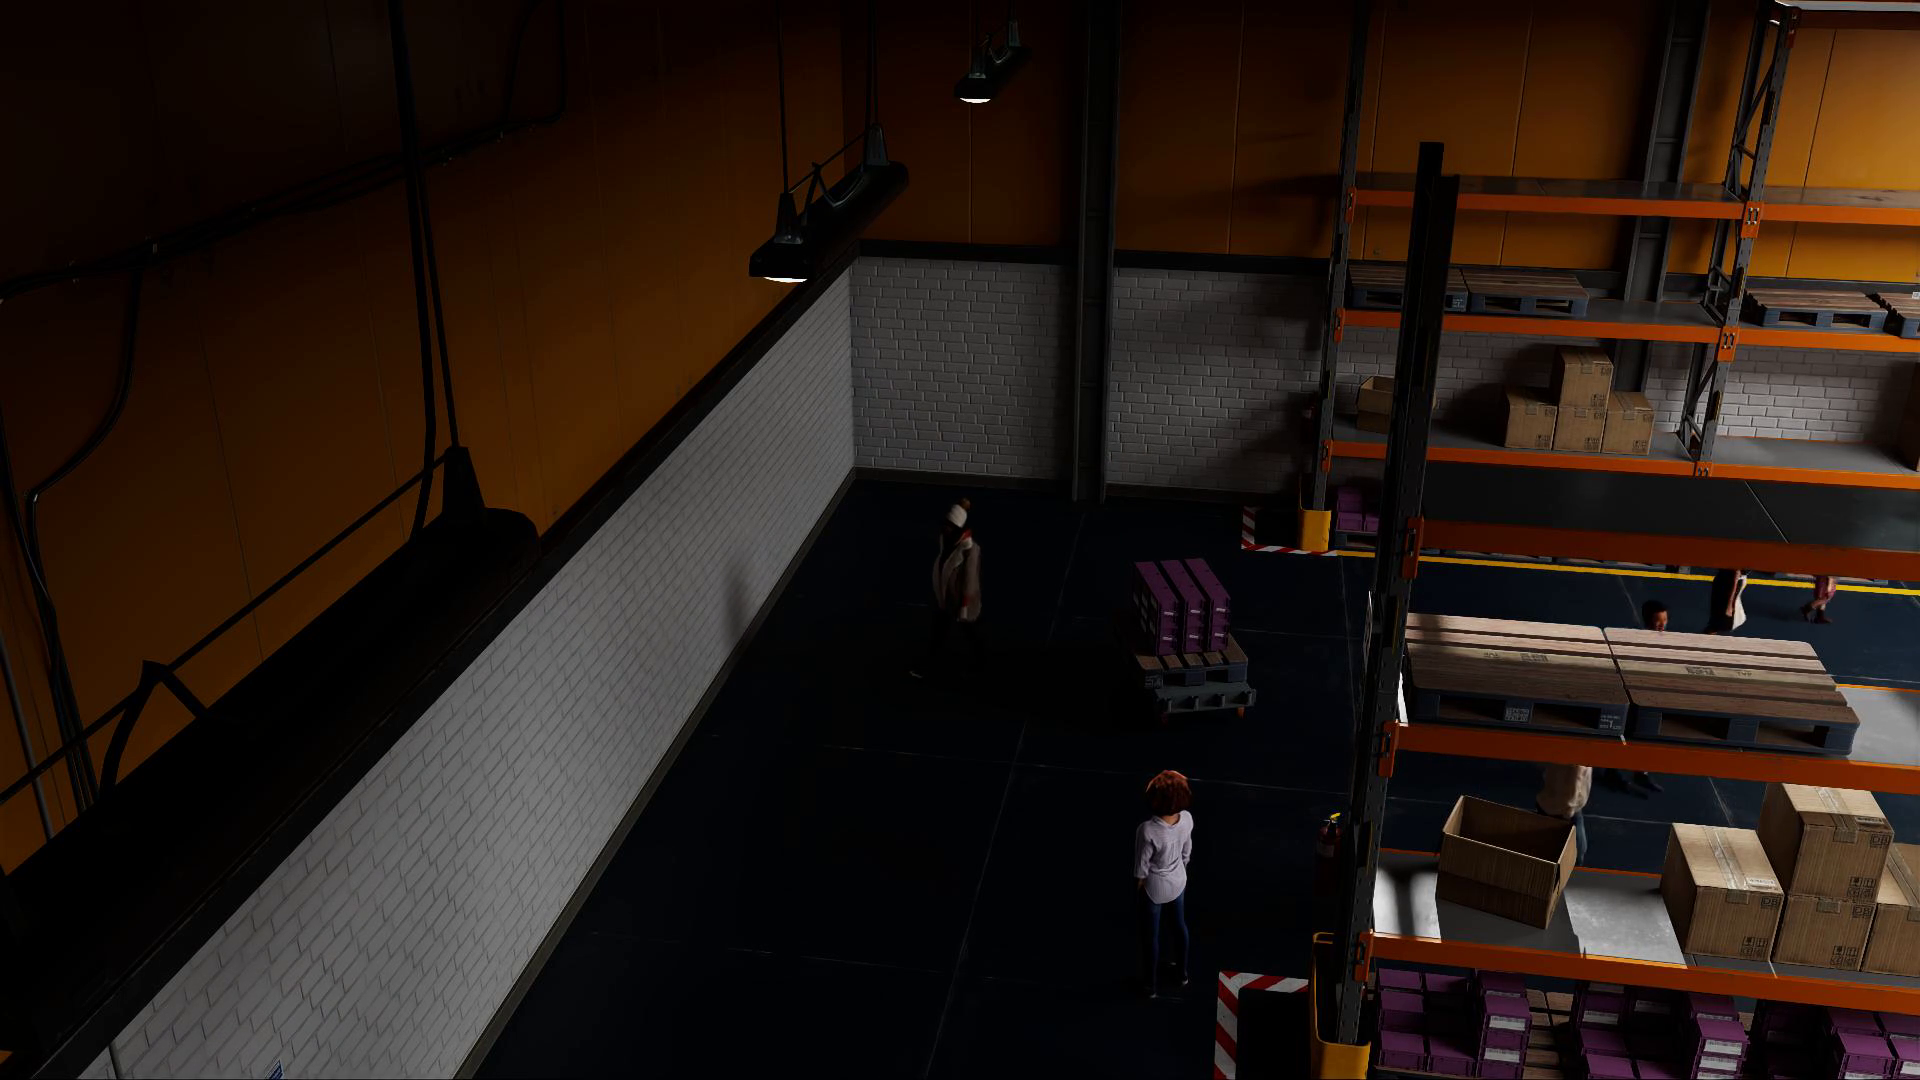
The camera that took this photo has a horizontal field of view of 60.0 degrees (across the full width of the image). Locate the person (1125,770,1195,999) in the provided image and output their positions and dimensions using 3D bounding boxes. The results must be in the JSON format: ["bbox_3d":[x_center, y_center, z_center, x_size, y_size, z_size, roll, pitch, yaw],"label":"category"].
[{"bbox_3d":[1.427,2.391,11.604,0.720,1.708,0.791,-14,27,-28],"label":"person"}]

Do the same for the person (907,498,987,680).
[{"bbox_3d":[0.075,0.471,15.808,1.156,1.858,1.105,-16,28,-33],"label":"person"}]

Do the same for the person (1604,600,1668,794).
[{"bbox_3d":[5.674,1.286,14.073,0.838,1.754,0.895,-13,27,-27],"label":"person"}]
